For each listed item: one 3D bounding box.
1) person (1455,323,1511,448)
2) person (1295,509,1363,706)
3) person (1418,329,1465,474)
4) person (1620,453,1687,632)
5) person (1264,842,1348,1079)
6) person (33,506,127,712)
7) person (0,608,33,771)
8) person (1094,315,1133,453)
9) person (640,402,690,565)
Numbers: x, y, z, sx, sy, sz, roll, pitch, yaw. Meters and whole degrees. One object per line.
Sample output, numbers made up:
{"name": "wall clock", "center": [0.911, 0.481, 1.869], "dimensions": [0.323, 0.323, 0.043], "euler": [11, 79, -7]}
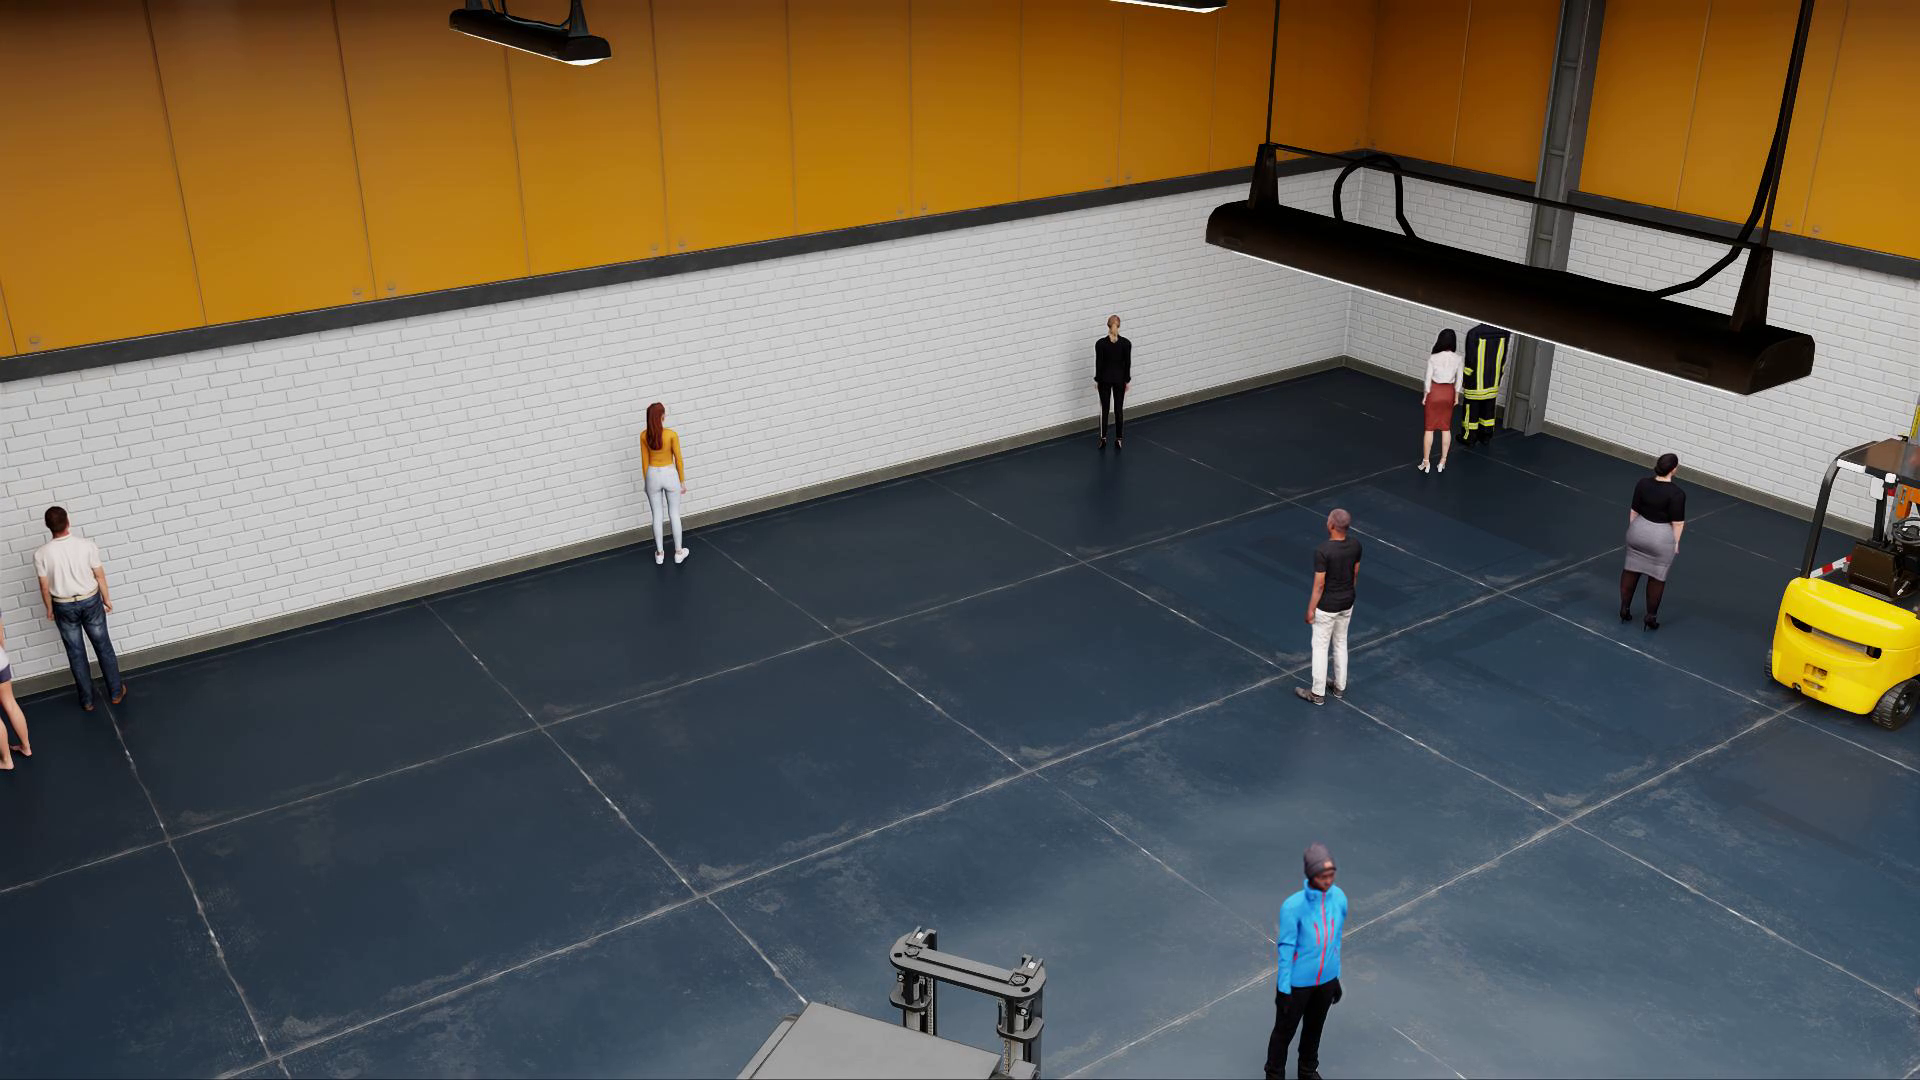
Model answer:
{"name": "person", "center": [6.429, -2.061, 20.458], "dimensions": [0.837, 1.821, 0.808], "euler": [-6, 24, -13]}
{"name": "person", "center": [3.238, 0.570, 14.459], "dimensions": [0.681, 1.805, 0.607], "euler": [-13, 27, -27]}
{"name": "person", "center": [5.655, -1.641, 19.585], "dimensions": [0.671, 1.751, 0.687], "euler": [-1, 24, -1]}
{"name": "person", "center": [6.578, 0.004, 15.812], "dimensions": [0.747, 1.758, 0.577], "euler": [-19, 30, -37]}
{"name": "person", "center": [2.053, 2.583, 9.869], "dimensions": [0.643, 1.794, 0.597], "euler": [-11, 26, -23]}
{"name": "person", "center": [-7.628, 0.582, 14.371], "dimensions": [0.679, 1.853, 0.575], "euler": [-13, 27, -27]}
{"name": "person", "center": [-7.871, 1.042, 13.472], "dimensions": [0.736, 1.732, 0.691], "euler": [6, 24, 14]}
{"name": "person", "center": [1.854, -1.908, 20.250], "dimensions": [0.697, 1.707, 0.724], "euler": [0, 24, 0]}
{"name": "person", "center": [-3.074, -0.596, 17.196], "dimensions": [0.686, 1.750, 0.714], "euler": [0, 24, 0]}
